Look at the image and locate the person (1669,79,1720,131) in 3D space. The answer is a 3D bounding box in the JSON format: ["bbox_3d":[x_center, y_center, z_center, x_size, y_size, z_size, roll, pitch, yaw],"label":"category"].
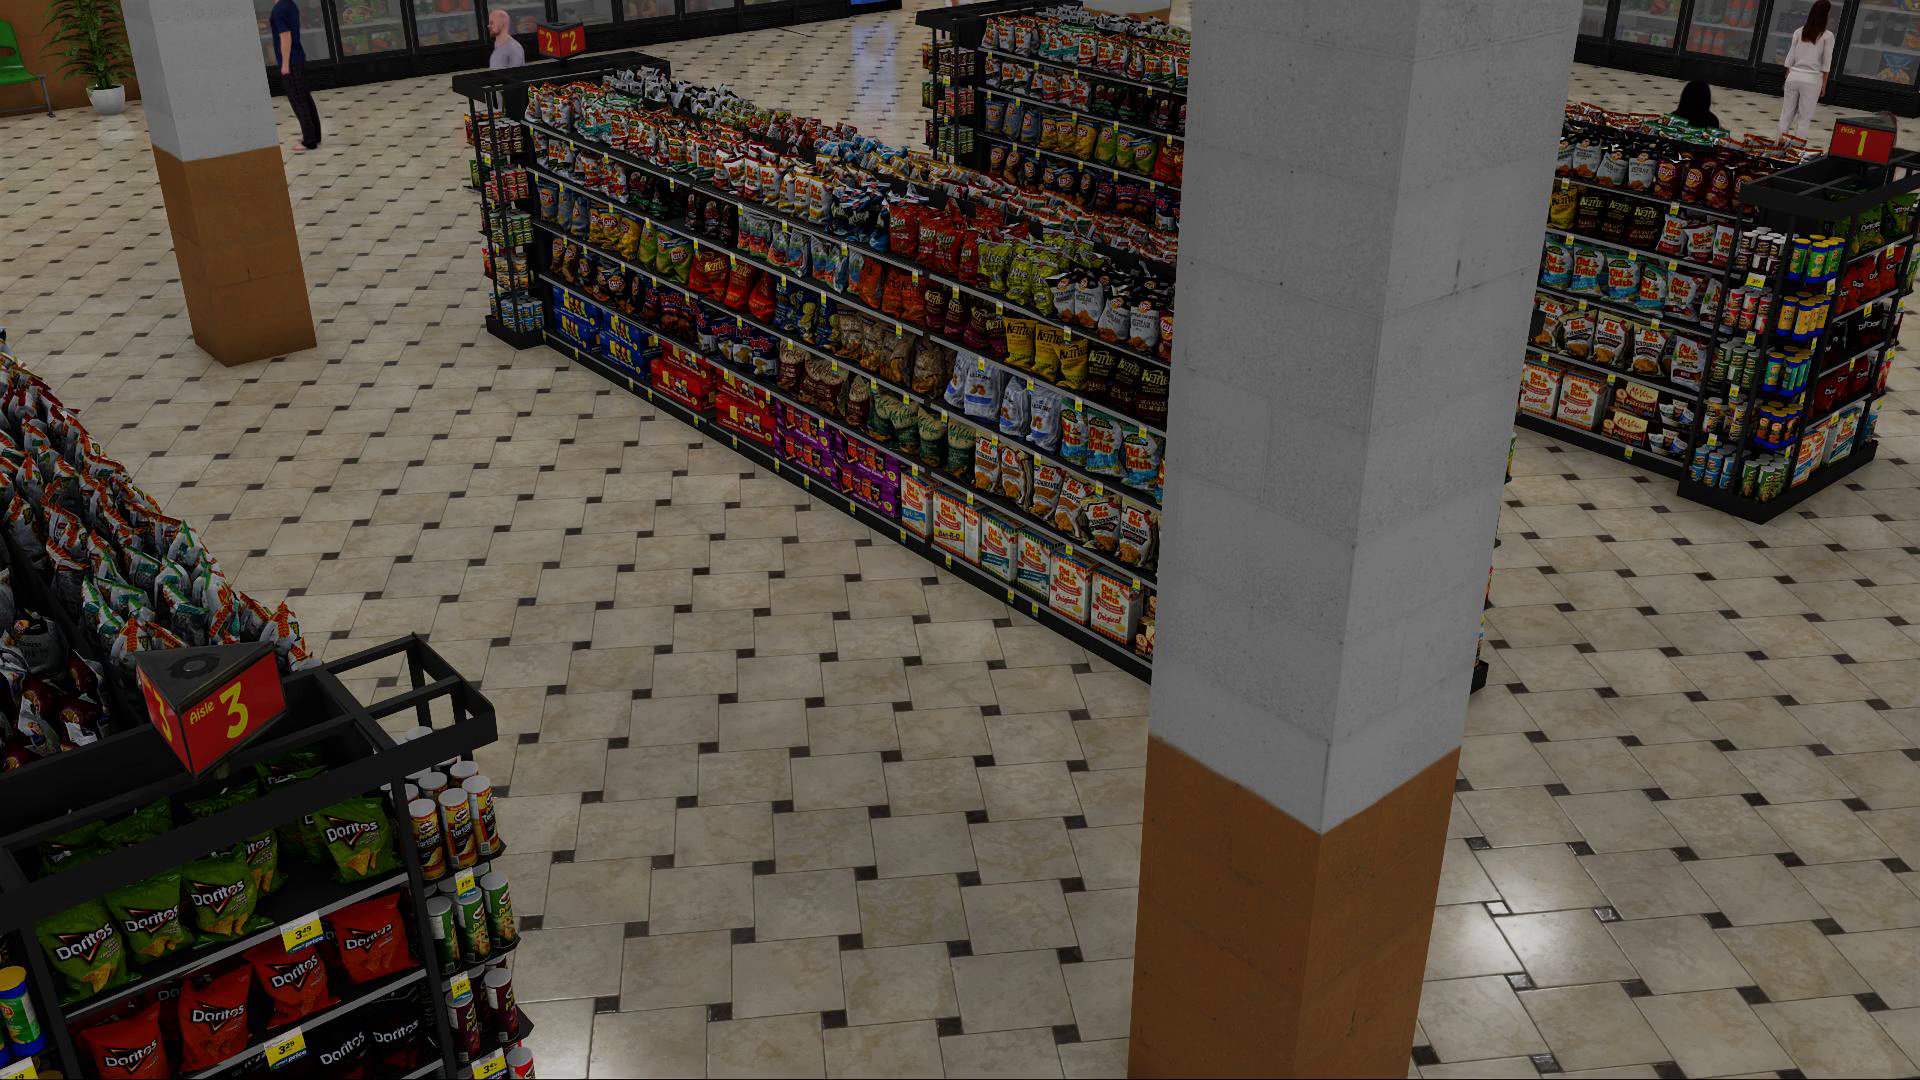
[{"bbox_3d":[6.215,-3.125,14.350,1.002,1.587,1.167,-3,27,-6],"label":"person"}]

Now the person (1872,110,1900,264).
[{"bbox_3d":[6.703,-2.224,12.358,1.060,1.780,1.176,0,27,0],"label":"person"}]

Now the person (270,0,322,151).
[{"bbox_3d":[-7.315,-5.244,18.212,0.797,1.871,0.687,-2,27,-5],"label":"person"}]

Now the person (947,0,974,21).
[{"bbox_3d":[-0.002,-6.886,21.581,0.776,1.753,0.886,5,27,10],"label":"person"}]

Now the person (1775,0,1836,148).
[{"bbox_3d":[8.985,-4.875,17.689,0.669,1.688,0.469,-23,35,-38],"label":"person"}]

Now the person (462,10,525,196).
[{"bbox_3d":[-4.305,-4.261,16.362,0.748,1.792,1.063,-21,33,-35],"label":"person"}]
